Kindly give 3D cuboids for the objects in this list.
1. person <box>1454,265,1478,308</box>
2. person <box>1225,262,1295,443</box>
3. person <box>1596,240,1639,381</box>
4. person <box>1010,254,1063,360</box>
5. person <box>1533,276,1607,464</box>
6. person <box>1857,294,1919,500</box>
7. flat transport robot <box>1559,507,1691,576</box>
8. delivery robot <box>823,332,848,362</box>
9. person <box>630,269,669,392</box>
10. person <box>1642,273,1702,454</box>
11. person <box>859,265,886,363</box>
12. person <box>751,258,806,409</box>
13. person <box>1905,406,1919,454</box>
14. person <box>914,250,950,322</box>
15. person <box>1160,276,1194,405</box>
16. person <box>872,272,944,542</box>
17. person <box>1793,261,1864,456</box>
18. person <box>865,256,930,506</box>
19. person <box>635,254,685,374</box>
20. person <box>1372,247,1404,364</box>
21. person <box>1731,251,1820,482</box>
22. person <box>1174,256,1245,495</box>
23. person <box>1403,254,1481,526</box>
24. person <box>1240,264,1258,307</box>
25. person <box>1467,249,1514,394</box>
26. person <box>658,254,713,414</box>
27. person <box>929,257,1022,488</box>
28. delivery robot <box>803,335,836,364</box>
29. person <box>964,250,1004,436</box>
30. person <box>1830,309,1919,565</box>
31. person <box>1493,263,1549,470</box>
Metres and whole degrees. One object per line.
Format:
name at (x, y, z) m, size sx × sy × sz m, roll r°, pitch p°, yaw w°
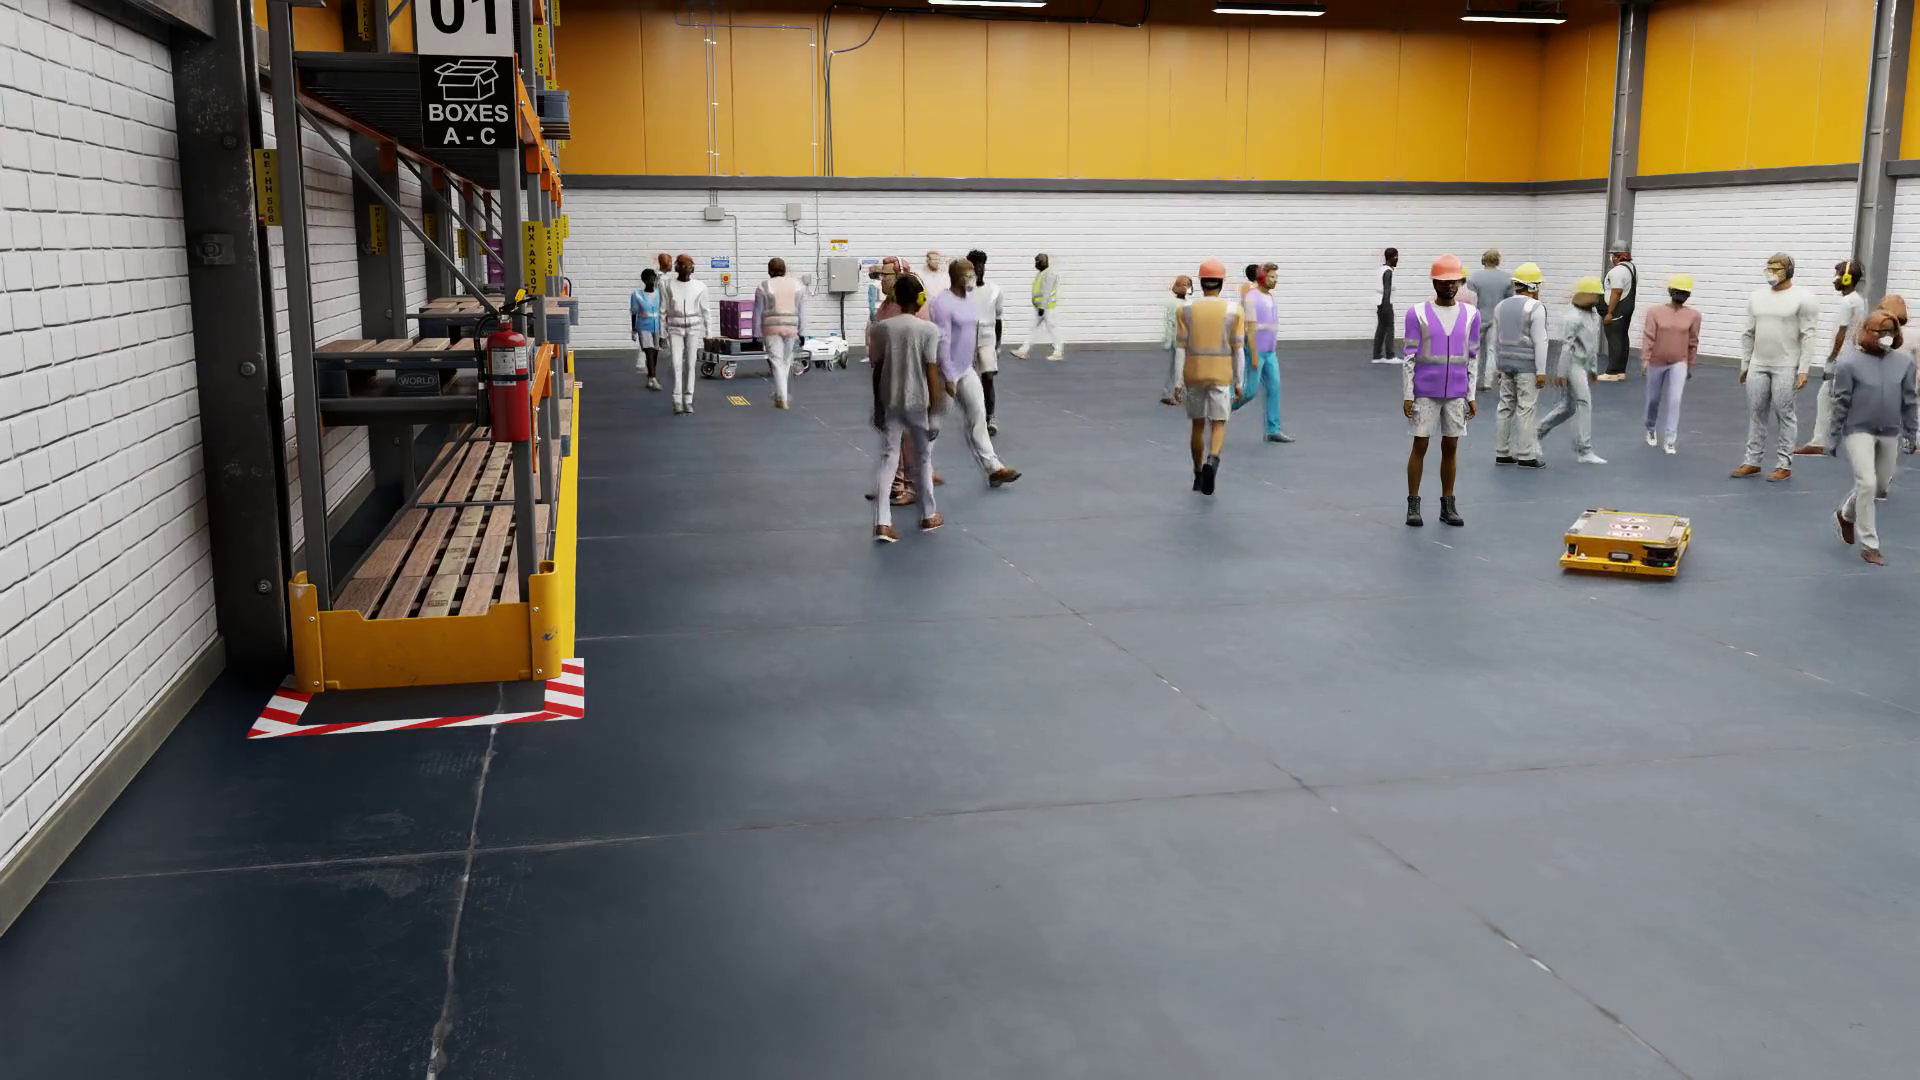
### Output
person at (6.388, -2.685, 21.478) m, size 0.540 × 1.720 × 0.878 m, roll 4°, pitch 11°, yaw 22°
person at (2.988, -1.898, 16.844) m, size 0.800 × 1.820 × 0.576 m, roll 9°, pitch 13°, yaw 39°
person at (9.523, -3.340, 24.213) m, size 0.536 × 2.000 × 0.674 m, roll 9°, pitch 14°, yaw 41°
person at (1.327, -3.938, 28.203) m, size 0.932 × 1.799 × 0.627 m, roll -4°, pitch 11°, yaw -21°
person at (5.632, -1.582, 15.373) m, size 0.788 × 1.714 × 0.482 m, roll 9°, pitch 13°, yaw 40°
person at (7.219, -1.102, 12.973) m, size 0.523 × 1.616 × 0.413 m, roll 0°, pitch 10°, yaw -1°
flat transport robot at (4.270, -0.002, 10.621) m, size 0.652 × 0.197 × 1.431 m, roll 5°, pitch 11°, yaw 26°
delivery robot at (-2.015, -3.081, 26.638) m, size 0.477 × 0.478 × 0.707 m, roll 1°, pitch 10°, yaw 8°
person at (-4.206, -2.863, 22.654) m, size 0.540 × 1.652 × 0.857 m, roll -6°, pitch 12°, yaw -28°
person at (6.877, -1.729, 16.149) m, size 0.529 × 1.730 × 0.838 m, roll 3°, pitch 11°, yaw 16°
person at (-1.403, -3.753, 27.665) m, size 0.470 × 1.617 × 0.588 m, roll 5°, pitch 11°, yaw 26°
person at (-2.275, -2.530, 20.346) m, size 0.654 × 1.811 × 0.848 m, roll -6°, pitch 12°, yaw -31°
person at (9.408, -1.647, 15.535) m, size 0.624 × 1.780 × 1.000 m, roll -7°, pitch 12°, yaw -34°
person at (-0.416, -3.407, 25.045) m, size 0.653 × 1.872 × 0.859 m, roll -3°, pitch 11°, yaw -15°
person at (2.790, -2.426, 20.386) m, size 0.818 × 1.597 × 0.503 m, roll 7°, pitch 12°, yaw 33°
person at (-0.378, -0.909, 11.375) m, size 0.544 × 1.826 × 0.965 m, roll 4°, pitch 11°, yaw 20°
person at (8.269, -1.667, 15.478) m, size 0.813 × 1.847 × 0.519 m, roll 6°, pitch 12°, yaw 29°
person at (-0.502, -1.223, 12.851) m, size 0.406 × 1.911 × 0.636 m, roll -6°, pitch 12°, yaw -28°
person at (-4.537, -3.454, 25.447) m, size 1.040 × 1.815 × 0.583 m, roll -4°, pitch 11°, yaw -21°
person at (7.104, -3.877, 27.555) m, size 0.504 × 1.917 × 0.618 m, roll 1°, pitch 10°, yaw 6°
person at (6.903, -1.462, 14.091) m, size 0.352 × 1.937 × 0.635 m, roll -6°, pitch 12°, yaw -31°
person at (1.981, -1.297, 13.278) m, size 0.550 × 1.916 × 0.805 m, roll 3°, pitch 11°, yaw 15°
person at (3.430, -1.059, 11.860) m, size 0.545 × 1.938 × 0.362 m, roll 0°, pitch 10°, yaw -1°
person at (4.557, -3.556, 26.434) m, size 0.811 × 1.668 × 0.527 m, roll -4°, pitch 11°, yaw -19°
person at (7.038, -2.921, 22.244) m, size 0.647 × 1.906 × 0.819 m, roll 0°, pitch 10°, yaw 2°
person at (-3.189, -2.393, 19.429) m, size 0.610 × 1.867 × 0.730 m, roll -3°, pitch 11°, yaw -17°
person at (0.020, -1.353, 13.626) m, size 1.004 × 1.882 × 0.651 m, roll 7°, pitch 12°, yaw 33°
delivery robot at (-2.300, -2.940, 25.852) m, size 0.707 × 0.478 × 0.477 m, roll -5°, pitch 11°, yaw -26°
person at (0.162, -2.047, 17.377) m, size 0.629 × 1.919 × 0.964 m, roll -1°, pitch 10°, yaw -4°
person at (5.832, -0.684, 10.694) m, size 0.540 × 1.604 × 0.725 m, roll 0°, pitch 10°, yaw 1°
person at (5.024, -1.548, 14.855) m, size 0.403 × 1.834 × 0.588 m, roll -5°, pitch 11°, yaw -26°
